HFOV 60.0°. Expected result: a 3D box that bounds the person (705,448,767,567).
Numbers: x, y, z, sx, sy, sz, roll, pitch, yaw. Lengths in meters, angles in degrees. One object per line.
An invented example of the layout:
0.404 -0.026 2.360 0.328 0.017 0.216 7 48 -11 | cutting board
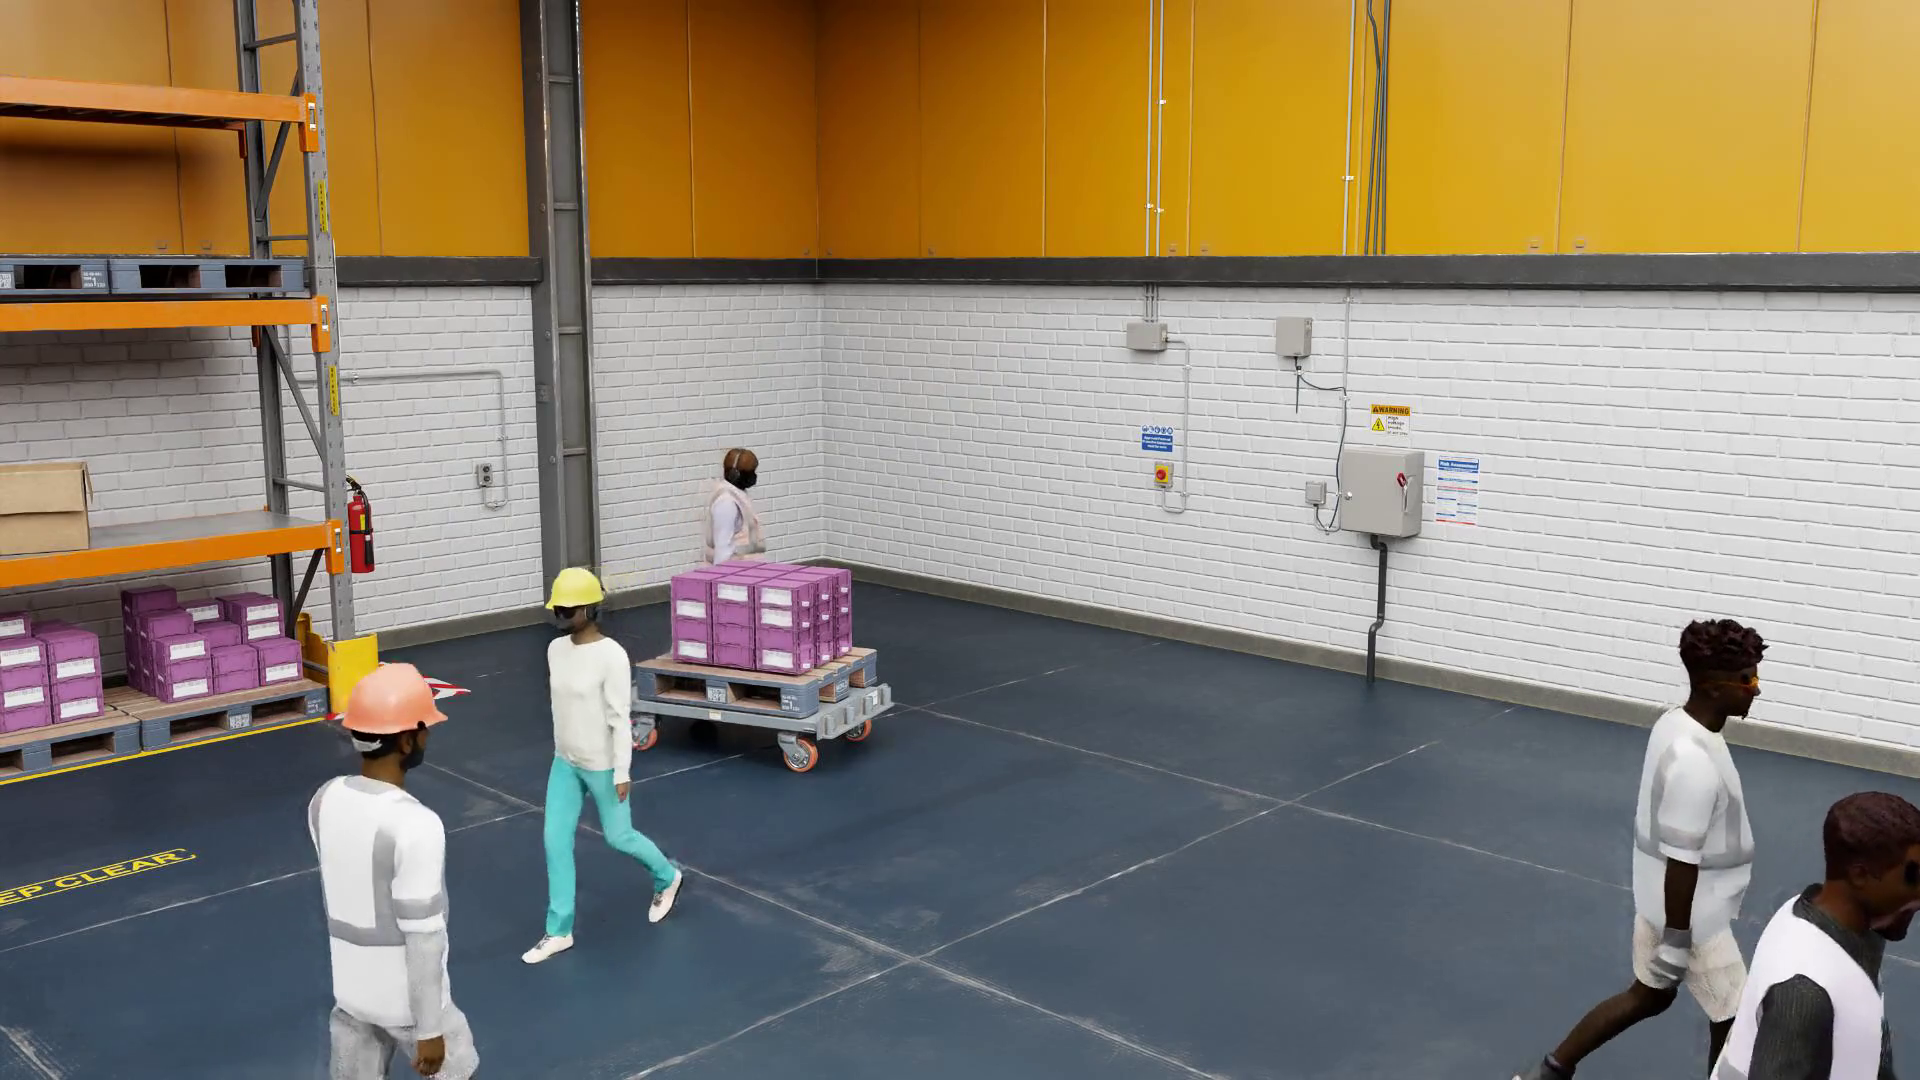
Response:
-1.668 0.222 11.846 0.921 1.789 0.661 -1 9 -7 | person

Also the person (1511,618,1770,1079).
2.355 1.183 5.522 0.931 1.934 0.620 3 10 16 | person

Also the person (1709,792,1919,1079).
2.041 1.481 3.852 0.950 1.865 0.627 5 11 29 | person

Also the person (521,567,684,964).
-1.609 0.962 7.452 0.529 1.734 0.816 7 11 35 | person

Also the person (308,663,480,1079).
-1.713 1.307 4.841 0.555 1.908 0.893 6 11 33 | person
